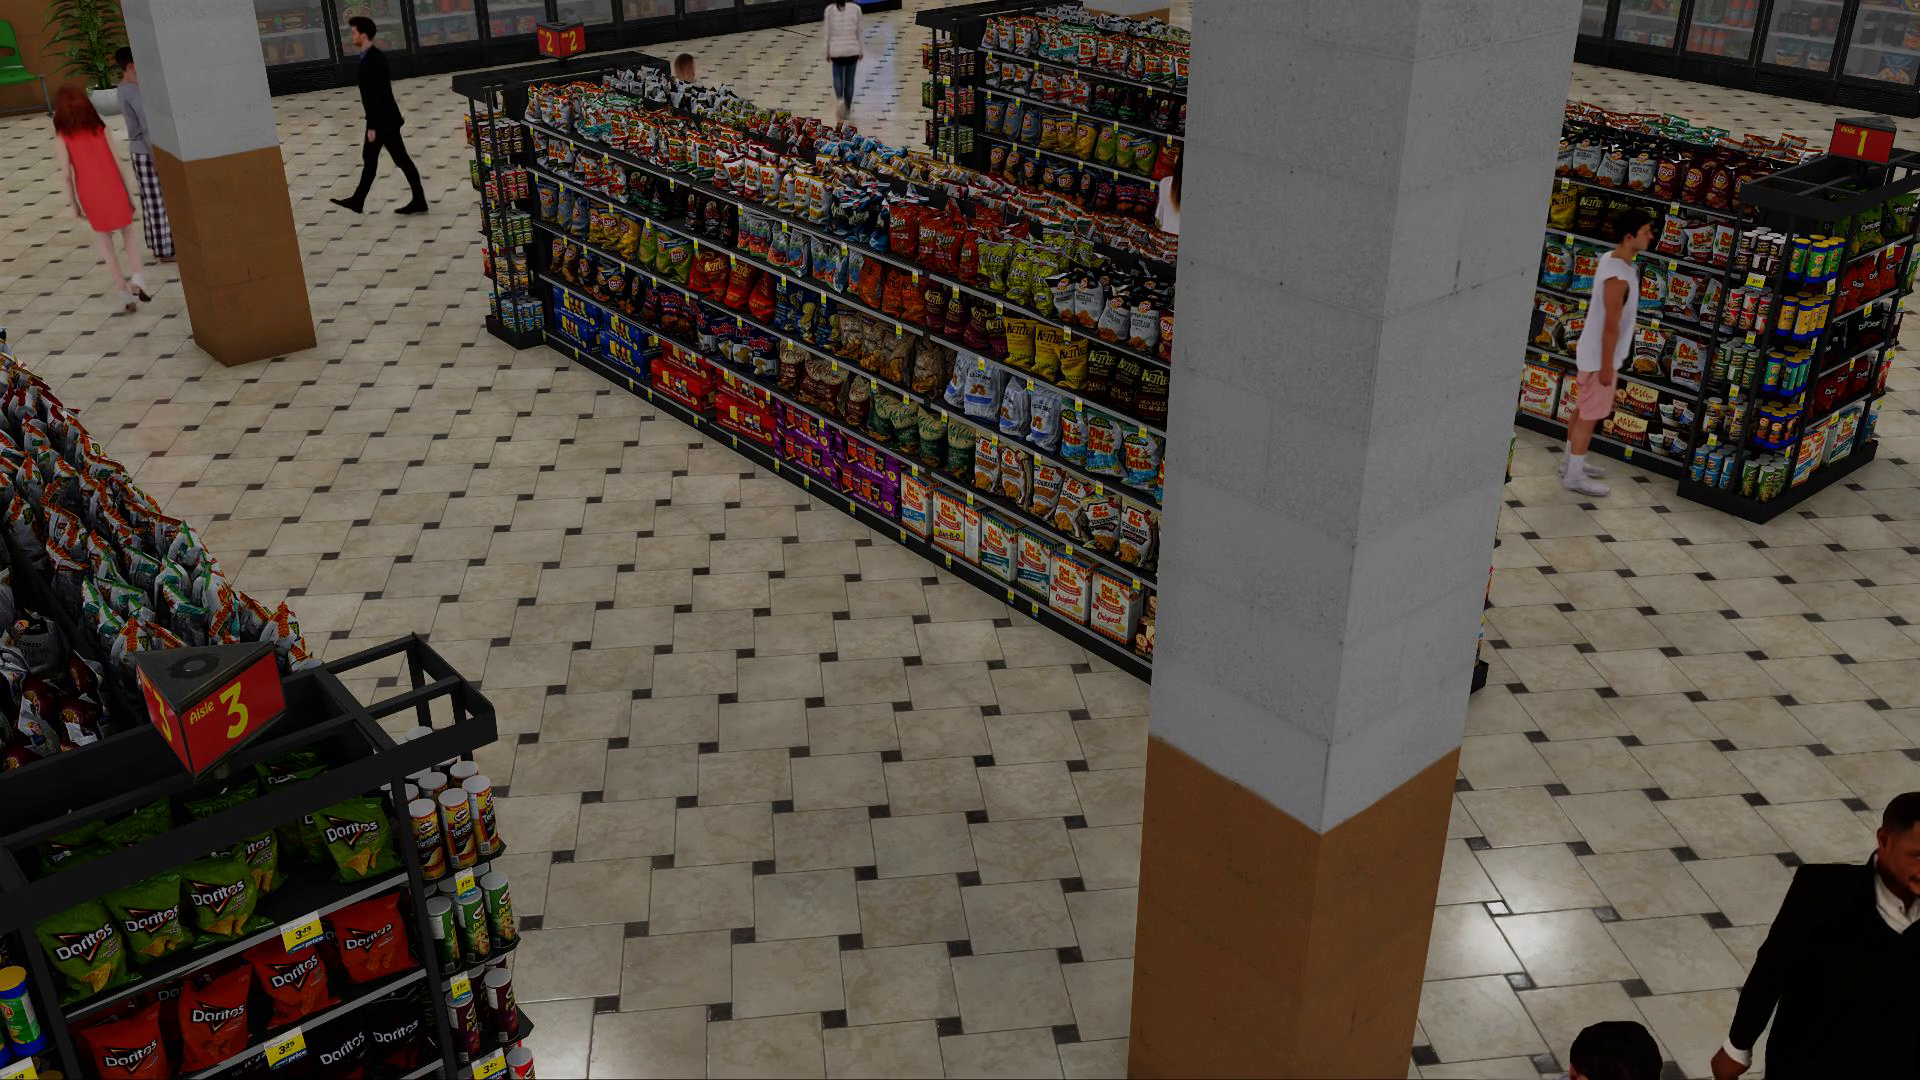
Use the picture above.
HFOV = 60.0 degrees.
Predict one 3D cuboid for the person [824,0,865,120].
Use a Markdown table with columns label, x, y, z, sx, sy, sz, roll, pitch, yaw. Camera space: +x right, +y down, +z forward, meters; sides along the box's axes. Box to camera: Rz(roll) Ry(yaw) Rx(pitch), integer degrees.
| label | x | y | z | sx | sy | sz | roll | pitch | yaw |
| --- | --- | --- | --- | --- | --- | --- | --- | --- | --- |
| person | -1.345 | -5.701 | 19.386 | 0.867 | 1.625 | 0.964 | -3 | 27 | -5 |

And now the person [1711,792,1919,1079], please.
| label | x | y | z | sx | sy | sz | roll | pitch | yaw |
| --- | --- | --- | --- | --- | --- | --- | --- | --- | --- |
| person | 2.569 | 1.501 | 4.920 | 1.210 | 1.864 | 1.278 | 2 | 27 | 4 |

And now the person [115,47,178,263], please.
| label | x | y | z | sx | sy | sz | roll | pitch | yaw |
| --- | --- | --- | --- | --- | --- | --- | --- | --- | --- |
| person | -7.112 | -3.369 | 14.544 | 0.702 | 1.847 | 0.500 | -17 | 31 | -30 |

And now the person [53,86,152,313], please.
| label | x | y | z | sx | sy | sz | roll | pitch | yaw |
| --- | --- | --- | --- | --- | --- | --- | --- | --- | --- |
| person | -6.784 | -2.651 | 13.168 | 0.679 | 1.810 | 0.763 | -12 | 29 | -22 |

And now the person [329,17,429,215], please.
| label | x | y | z | sx | sy | sz | roll | pitch | yaw |
| --- | --- | --- | --- | --- | --- | --- | --- | --- | --- |
| person | -5.368 | -3.973 | 15.723 | 0.991 | 1.856 | 1.146 | -11 | 29 | -21 |

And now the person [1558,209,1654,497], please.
| label | x | y | z | sx | sy | sz | roll | pitch | yaw |
| --- | --- | --- | --- | --- | --- | --- | --- | --- | --- |
| person | 3.964 | -1.169 | 10.270 | 0.746 | 1.787 | 0.726 | 8 | 28 | 15 |
